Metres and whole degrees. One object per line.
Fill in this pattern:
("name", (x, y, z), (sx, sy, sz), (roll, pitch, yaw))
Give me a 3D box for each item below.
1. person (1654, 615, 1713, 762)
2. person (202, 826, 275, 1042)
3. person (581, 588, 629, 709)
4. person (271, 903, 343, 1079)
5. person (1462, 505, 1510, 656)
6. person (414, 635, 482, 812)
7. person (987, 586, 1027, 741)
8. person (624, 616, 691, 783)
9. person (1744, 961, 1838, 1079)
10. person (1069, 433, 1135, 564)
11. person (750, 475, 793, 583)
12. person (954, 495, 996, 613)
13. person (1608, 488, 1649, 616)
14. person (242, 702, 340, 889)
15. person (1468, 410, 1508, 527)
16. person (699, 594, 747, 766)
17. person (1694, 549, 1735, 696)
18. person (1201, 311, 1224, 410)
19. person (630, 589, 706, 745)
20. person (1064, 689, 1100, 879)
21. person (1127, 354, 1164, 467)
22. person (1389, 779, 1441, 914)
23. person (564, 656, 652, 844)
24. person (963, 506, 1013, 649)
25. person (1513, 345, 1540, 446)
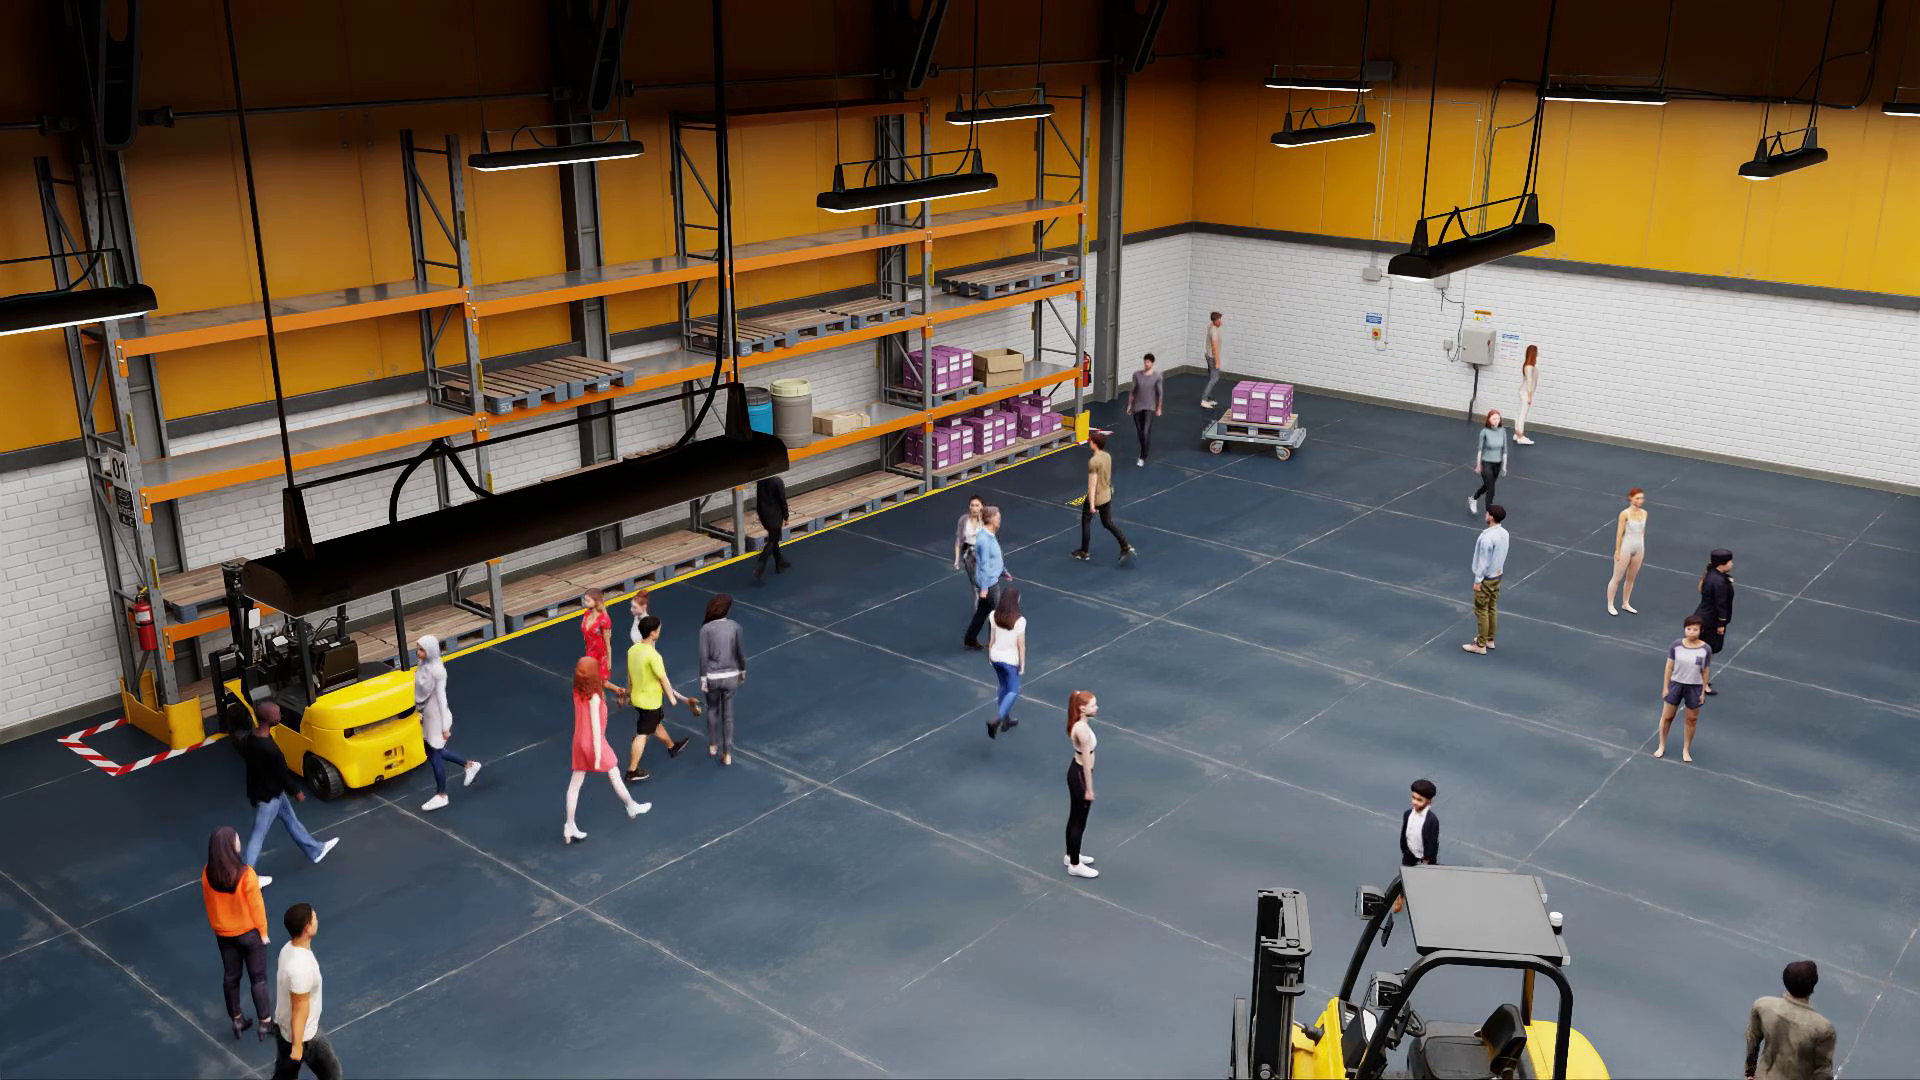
("person", (7.416, 1.494, 16.998), (0.623, 1.565, 0.606), (8, 20, 22))
("person", (-5.389, 2.935, 12.431), (0.702, 1.749, 0.697), (5, 19, 13))
("person", (-3.789, 1.239, 17.730), (0.557, 1.579, 0.829), (14, 23, 36))
("person", (-4.555, 3.343, 11.206), (1.151, 1.757, 0.841), (-11, 21, -29))
("person", (6.263, 0.451, 19.707), (0.748, 1.811, 0.514), (17, 25, 41))
("person", (-4.965, 1.725, 16.014), (0.933, 1.755, 0.735), (-14, 23, -36))
("person", (0.441, 1.327, 17.342), (0.661, 1.661, 0.953), (12, 22, 32))
("person", (-3.173, 1.610, 16.493), (1.110, 1.666, 0.719), (-17, 25, -42))
("person", (5.152, 3.528, 10.497), (0.675, 1.857, 0.754), (-16, 24, -39))
("person", (1.973, -0.548, 22.657), (0.735, 1.823, 1.109), (14, 23, 35))
("person", (-2.541, -0.302, 22.038), (0.647, 1.751, 1.108), (14, 23, 36))
("person", (0.207, 0.230, 20.659), (0.916, 1.623, 1.170), (5, 19, 15))
("person", (8.421, 0.131, 20.921), (0.575, 1.644, 0.677), (-5, 19, -15))
("person", (-6.112, 2.275, 14.471), (1.199, 1.697, 0.762), (-15, 24, -38))
("person", (7.745, -1.074, 24.400), (1.134, 1.706, 1.100), (-4, 19, -11))
("person", (-2.428, 1.442, 16.889), (0.812, 1.733, 0.871), (-6, 20, -18))
("person", (8.399, 0.902, 18.588), (0.866, 1.671, 0.753), (3, 19, 9))
("person", (4.731, -3.390, 31.071), (0.918, 1.839, 0.805), (-4, 19, -11))
("person", (-3.123, 1.325, 17.187), (1.109, 1.765, 0.856), (-8, 20, -23))
("person", (1.066, 2.145, 14.790), (0.725, 1.740, 0.651), (0, 19, -1))
("person", (3.076, -2.187, 27.532), (0.924, 1.817, 1.254), (8, 20, 22))
("person", (3.983, 2.617, 14.249), (0.531, 1.190, 0.854), (17, 25, 41))
("person", (-3.481, 1.958, 15.275), (0.649, 1.784, 1.113), (17, 25, 42))
("person", (0.253, 0.480, 19.668), (0.992, 1.781, 0.941), (1, 19, 3))
("person", (9.756, -2.521, 28.685), (0.752, 1.713, 0.645), (4, 19, 11))
